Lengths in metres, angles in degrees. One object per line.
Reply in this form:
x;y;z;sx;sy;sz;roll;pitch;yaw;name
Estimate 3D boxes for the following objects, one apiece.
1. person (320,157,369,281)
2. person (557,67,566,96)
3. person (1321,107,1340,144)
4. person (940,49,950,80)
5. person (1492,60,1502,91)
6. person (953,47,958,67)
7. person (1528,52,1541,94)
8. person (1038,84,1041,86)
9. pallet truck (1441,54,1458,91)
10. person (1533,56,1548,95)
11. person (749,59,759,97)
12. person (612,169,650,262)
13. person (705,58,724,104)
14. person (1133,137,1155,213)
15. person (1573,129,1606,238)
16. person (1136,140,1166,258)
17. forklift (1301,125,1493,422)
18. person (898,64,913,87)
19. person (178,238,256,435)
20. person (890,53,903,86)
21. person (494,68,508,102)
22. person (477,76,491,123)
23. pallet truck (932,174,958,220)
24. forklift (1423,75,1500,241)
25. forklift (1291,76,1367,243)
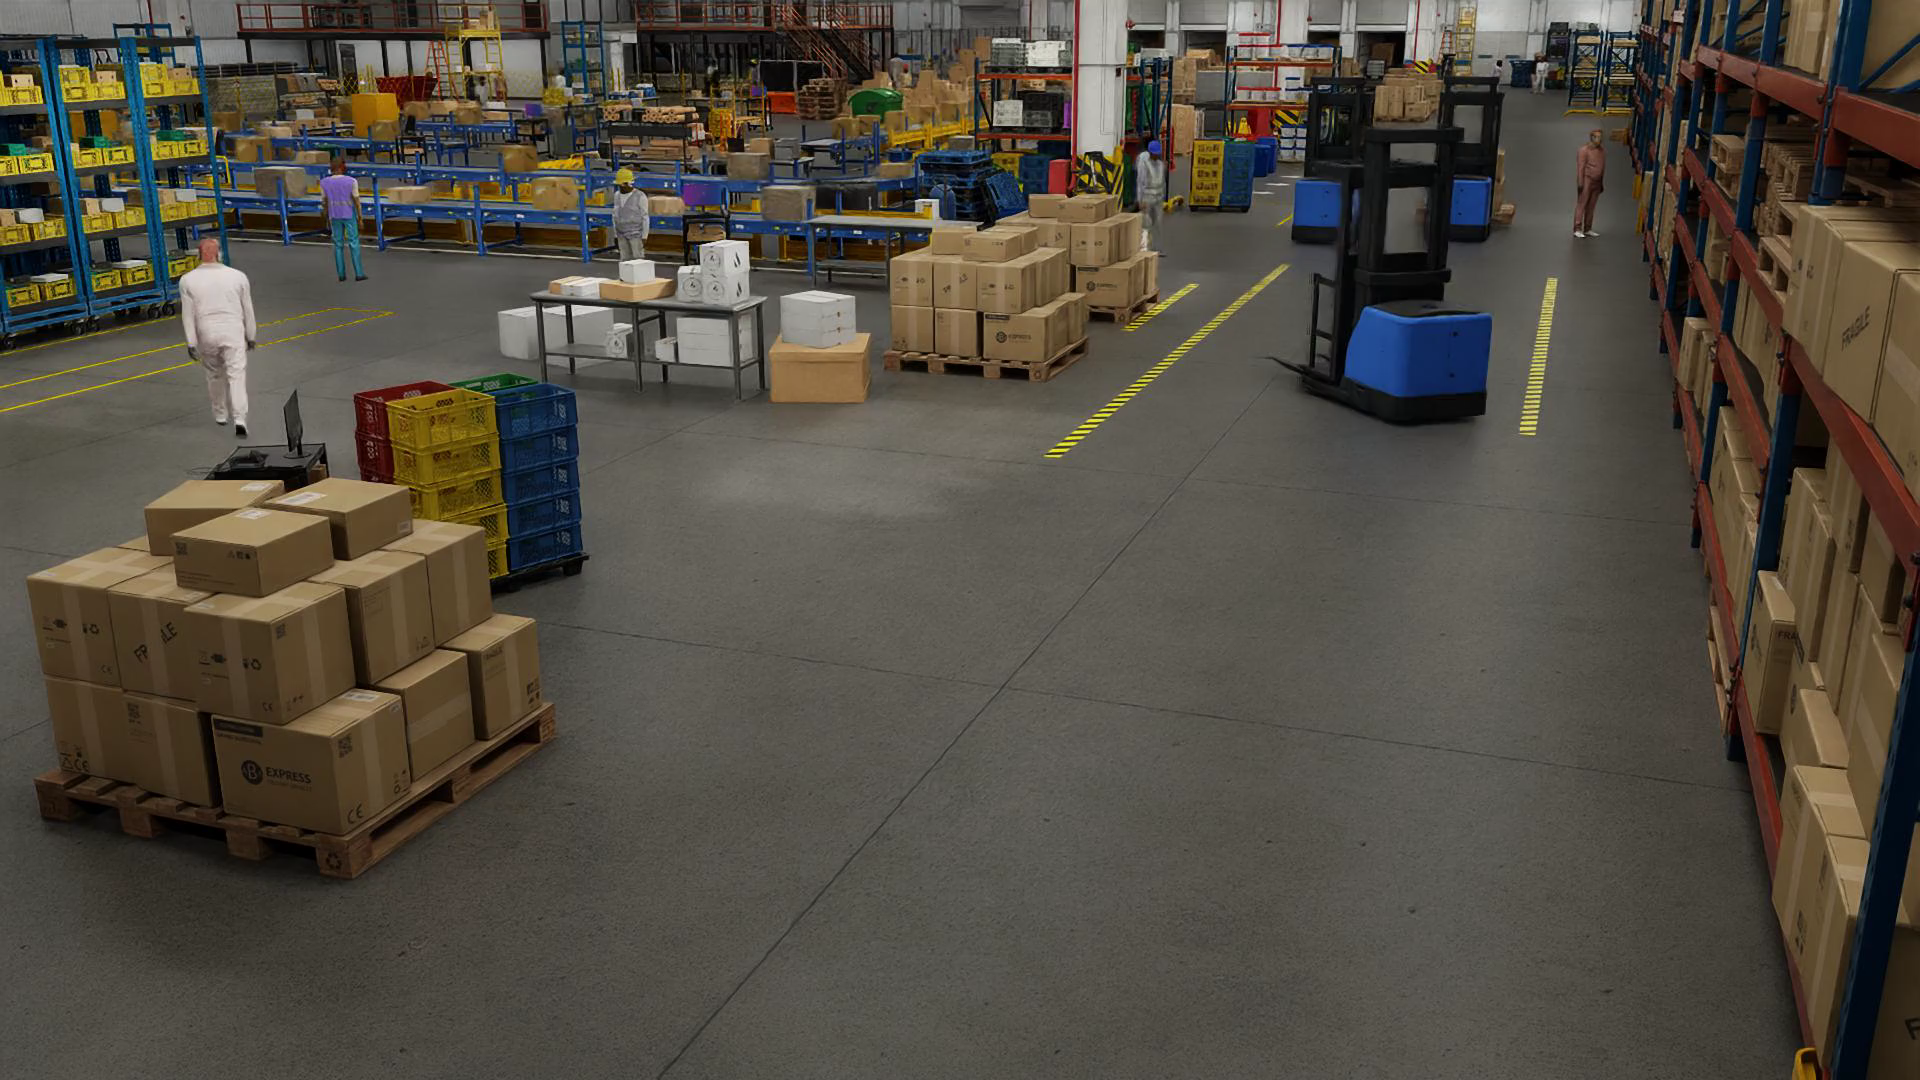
-9.242;-4.796;24.917;0.563;1.837;0.389;0;18;-1;person
-15.088;-17.063;63.418;0.741;1.856;0.590;6;19;19;person
10.365;-11.668;46.793;0.593;1.652;0.841;4;18;13;person
-0.899;-26.687;93.621;0.632;1.902;0.952;-1;18;-5;person
23.885;-20.401;73.968;0.431;1.835;0.624;6;18;17;person
-0.162;-26.360;92.417;0.612;1.995;0.382;10;20;28;person
28.194;-22.844;81.400;0.609;1.975;0.771;-6;19;-17;person
3.601;-20.942;75.435;1.013;1.987;0.663;6;19;18;person
22.765;-21.886;78.355;0.823;1.965;1.885;-4;18;-14;pallet truck
27.932;-22.318;79.972;0.582;1.834;0.930;12;21;33;person
-8.972;-20.165;73.099;0.584;1.900;0.606;13;22;35;person
-4.641;-4.295;23.371;0.601;1.818;0.404;9;20;27;person
-10.758;-20.090;72.642;1.047;2.000;0.722;10;20;30;person
3.495;-6.767;31.413;0.863;1.655;0.540;-11;21;-31;person
11.315;-6.392;29.814;0.642;1.913;0.409;-10;20;-29;person
3.098;-5.614;27.352;0.663;1.921;0.610;-13;22;-35;person
4.473;-2.741;16.767;1.129;2.768;1.873;-5;18;-16;forklift
-2.083;-17.834;65.781;0.569;1.896;0.930;-11;21;-31;person
-7.098;-1.959;15.978;0.639;1.860;0.999;-8;19;-23;person
-3.181;-23.402;83.220;0.629;1.937;0.379;-3;18;-9;person
-18.109;-17.718;65.651;0.519;1.757;0.339;-4;18;-12;person
-15.803;-14.535;55.516;0.835;1.837;0.547;11;21;32;person
-0.507;-5.292;27.348;0.653;1.274;1.630;6;19;19;pallet truck
8.997;-6.841;29.650;1.129;2.768;1.873;6;19;19;forklift
6.598;-6.755;29.381;1.129;2.768;1.873;6;19;19;forklift
